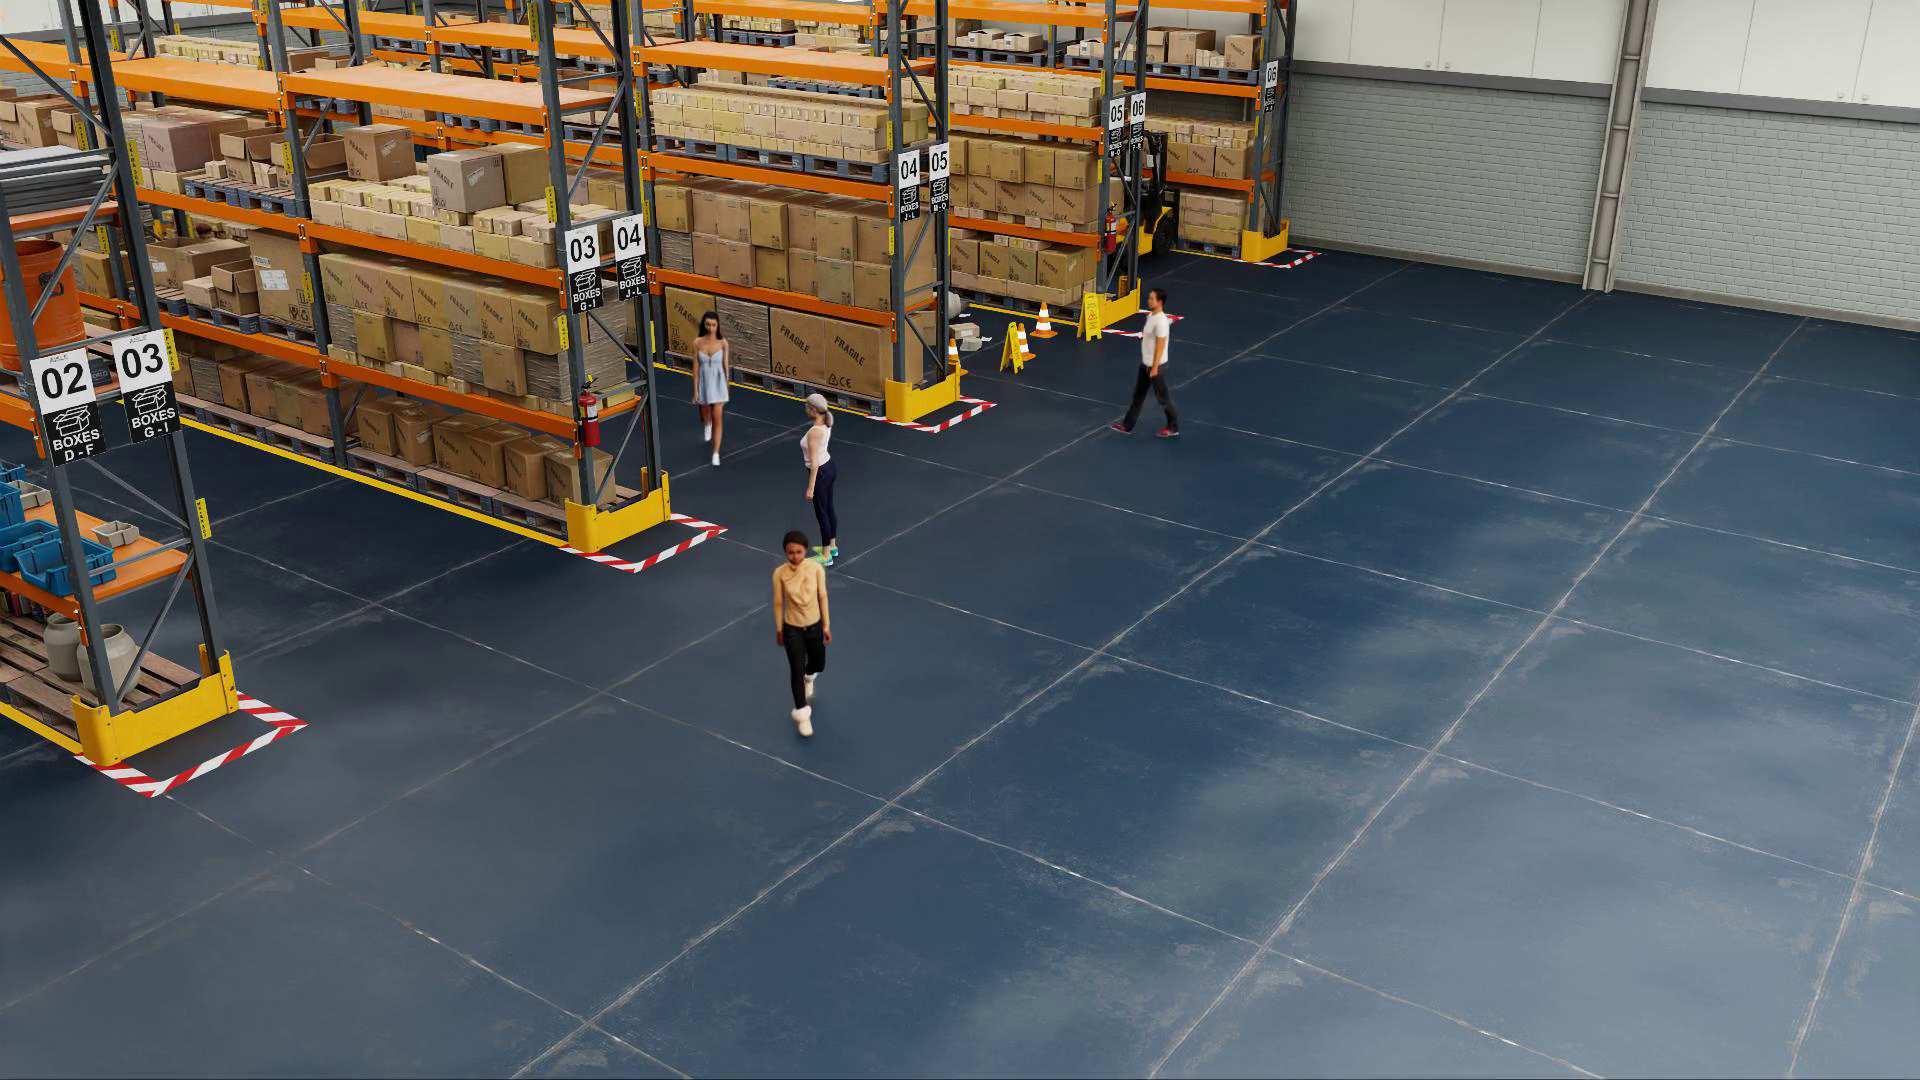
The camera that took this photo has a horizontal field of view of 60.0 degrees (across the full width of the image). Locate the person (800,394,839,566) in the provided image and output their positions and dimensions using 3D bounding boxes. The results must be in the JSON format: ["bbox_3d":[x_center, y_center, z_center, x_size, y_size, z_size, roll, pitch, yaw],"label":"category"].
[{"bbox_3d":[-1.327,-0.597,15.999,0.658,1.707,0.668,5,23,11],"label":"person"}]

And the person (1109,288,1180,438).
[{"bbox_3d":[2.339,-2.027,19.287,1.122,1.766,1.095,-6,24,-13],"label":"person"}]

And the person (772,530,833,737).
[{"bbox_3d":[-1.241,0.669,13.098,0.942,1.647,1.048,-6,24,-14],"label":"person"}]

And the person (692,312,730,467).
[{"bbox_3d":[-2.805,-1.736,18.675,1.031,1.708,1.086,-5,23,-11],"label":"person"}]
